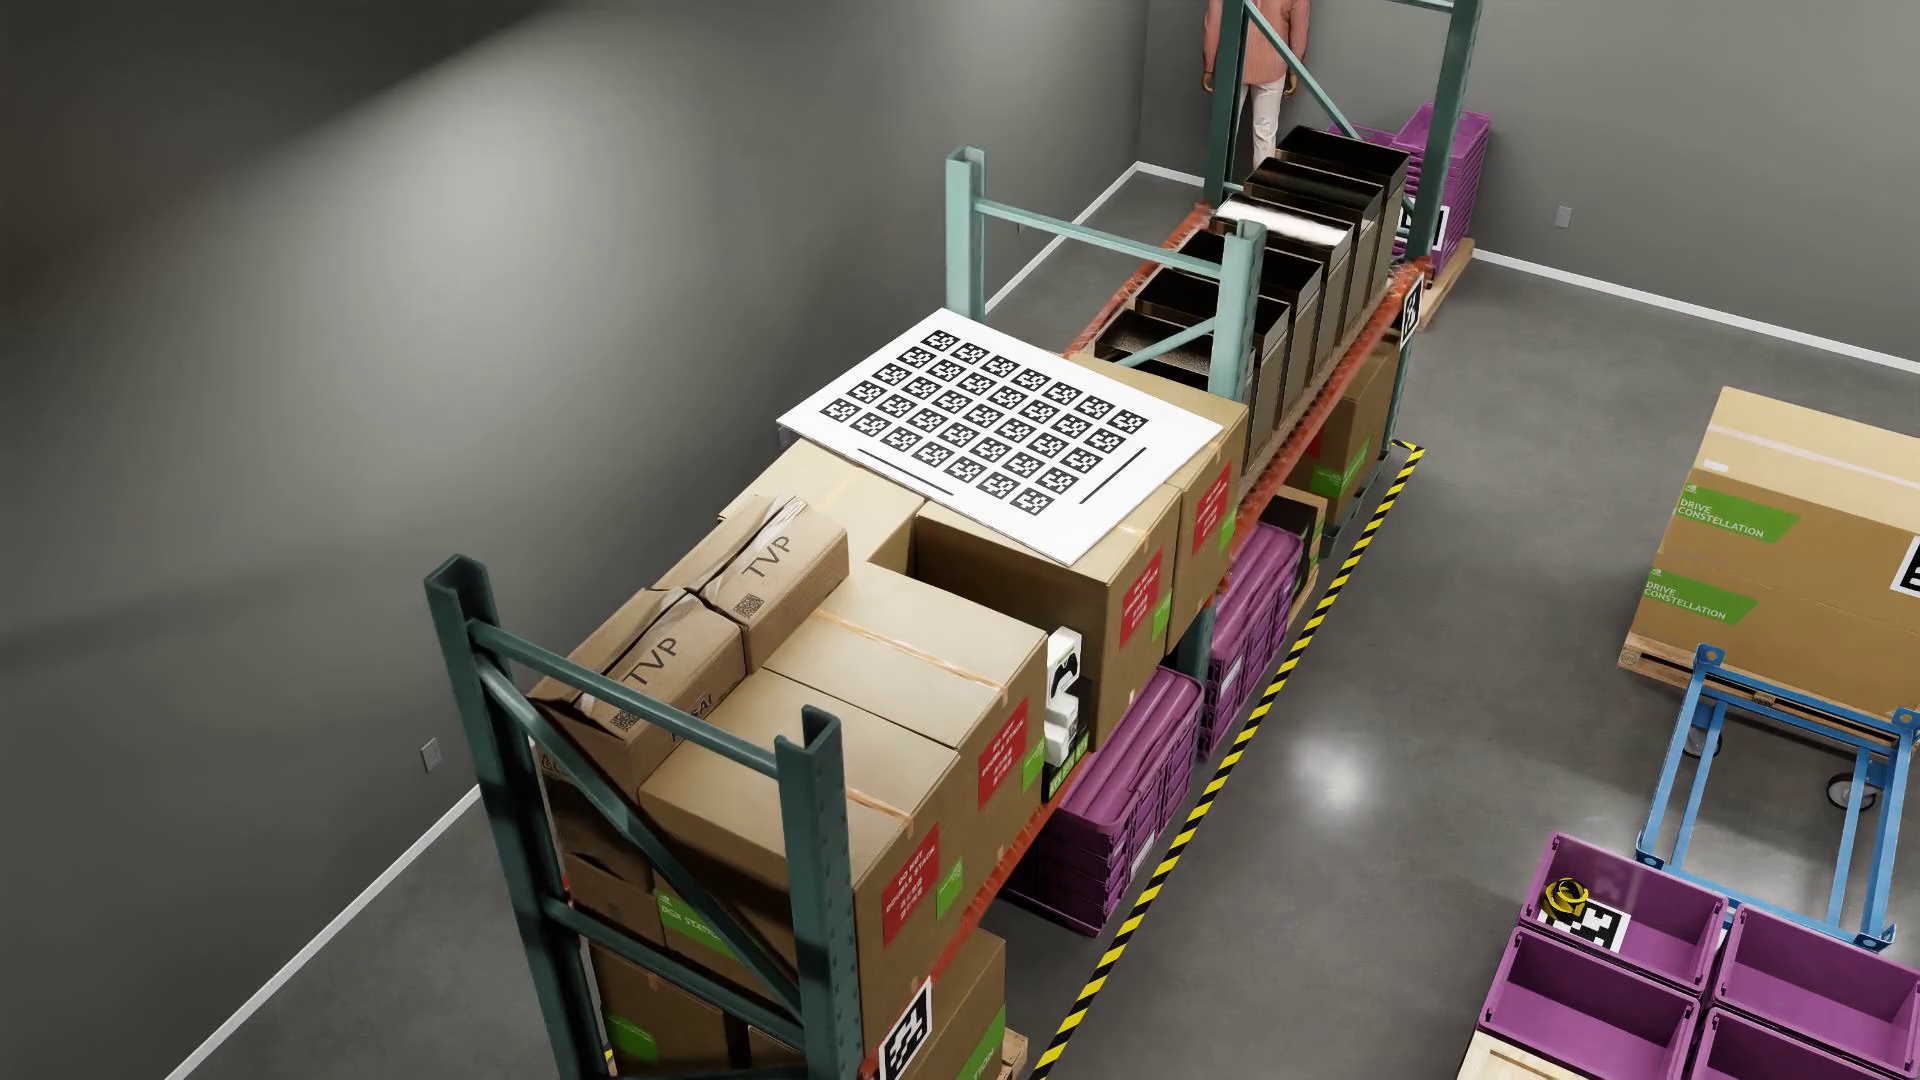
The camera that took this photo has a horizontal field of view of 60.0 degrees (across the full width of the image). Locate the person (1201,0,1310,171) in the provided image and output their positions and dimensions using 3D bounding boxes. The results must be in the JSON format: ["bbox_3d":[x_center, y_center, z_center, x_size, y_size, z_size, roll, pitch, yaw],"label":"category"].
[{"bbox_3d":[1.739,-2.829,9.925,0.611,1.995,0.380,4,40,4],"label":"person"}]
